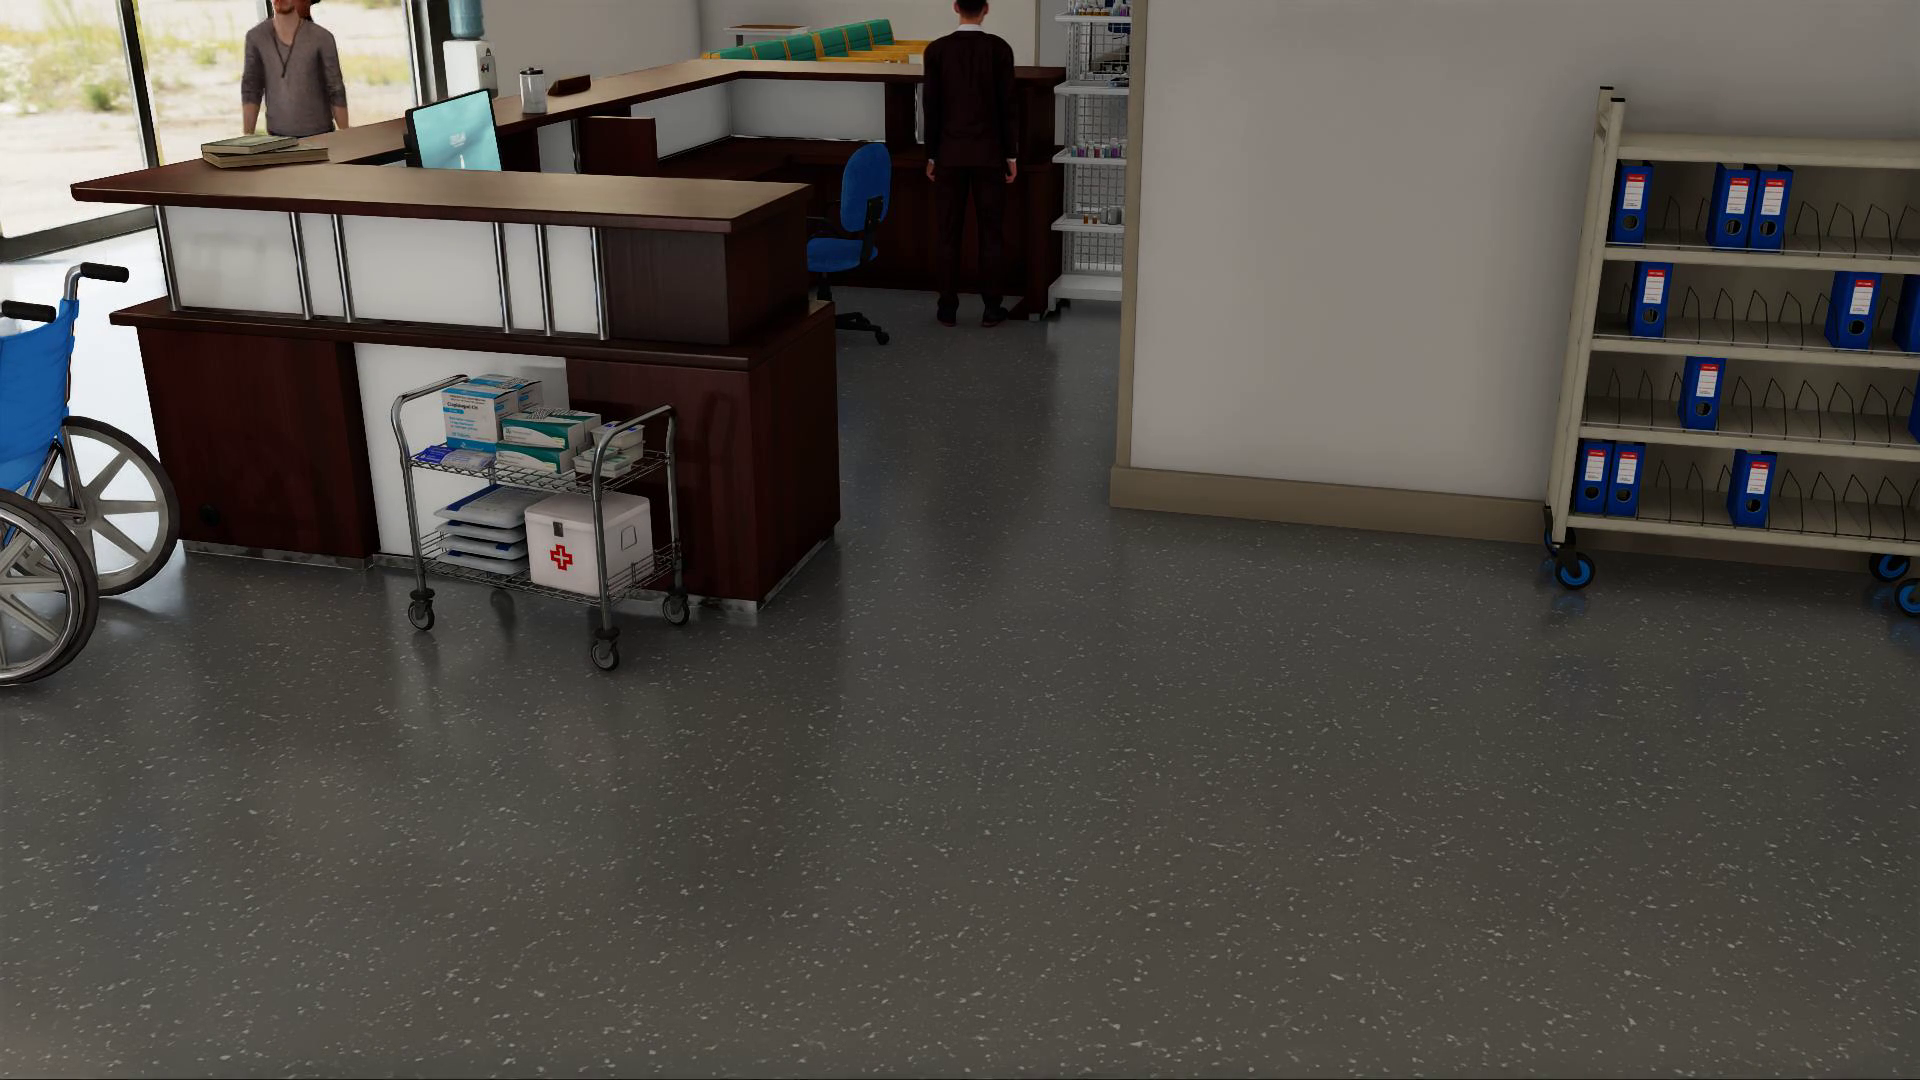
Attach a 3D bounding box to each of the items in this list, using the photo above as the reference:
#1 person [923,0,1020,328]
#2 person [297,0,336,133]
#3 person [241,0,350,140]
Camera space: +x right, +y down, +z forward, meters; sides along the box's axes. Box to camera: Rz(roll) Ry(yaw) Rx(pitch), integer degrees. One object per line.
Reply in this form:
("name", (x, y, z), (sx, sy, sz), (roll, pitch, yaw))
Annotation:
("person", (0.060, -2.099, 9.064), (0.607, 1.865, 0.786), (1, 21, 3))
("person", (-4.715, -3.214, 12.132), (0.826, 1.778, 0.780), (-5, 21, -14))
("person", (-3.826, -2.358, 9.742), (1.075, 1.870, 0.941), (1, 21, 2))
